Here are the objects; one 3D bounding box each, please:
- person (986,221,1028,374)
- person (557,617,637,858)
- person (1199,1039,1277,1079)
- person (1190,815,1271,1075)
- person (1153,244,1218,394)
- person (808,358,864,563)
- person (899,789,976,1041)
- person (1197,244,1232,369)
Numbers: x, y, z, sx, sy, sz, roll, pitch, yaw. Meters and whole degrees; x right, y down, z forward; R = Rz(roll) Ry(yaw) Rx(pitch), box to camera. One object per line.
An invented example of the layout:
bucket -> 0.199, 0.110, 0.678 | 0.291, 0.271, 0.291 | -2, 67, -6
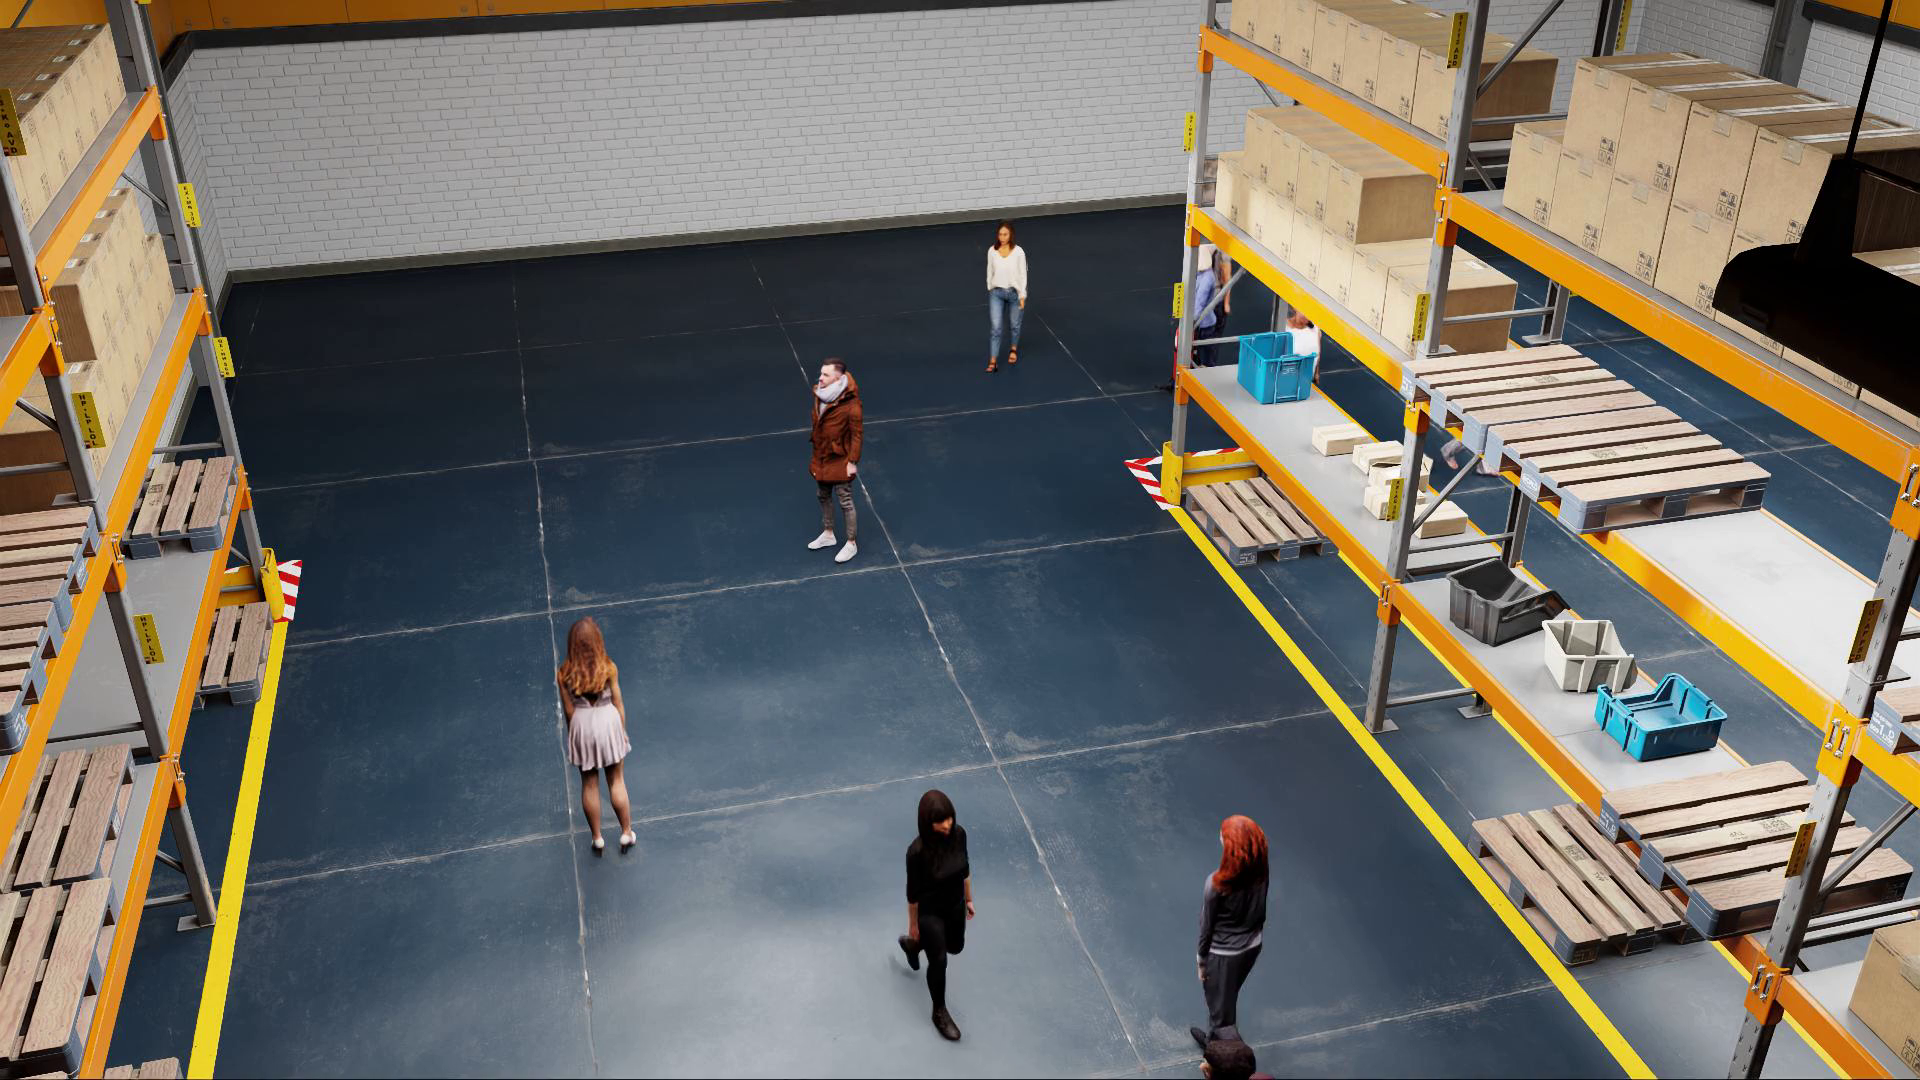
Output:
person -> 0.545, -2.673, 18.086 | 0.947, 1.650, 1.122 | 7, 29, 13
person -> -2.338, 1.282, 10.713 | 0.584, 1.769, 0.600 | -4, 29, -7
person -> 1.179, 2.949, 7.563 | 0.809, 1.858, 0.797 | -19, 34, -31
person -> 1.494, 2.272, 8.911 | 0.746, 1.755, 1.053 | -15, 32, -25
person -> 2.589, -2.242, 17.231 | 0.857, 1.712, 0.933 | 0, 29, -1
person -> -1.074, -0.713, 14.296 | 0.827, 1.839, 0.908 | 24, 36, 36
person -> -0.163, 2.047, 9.457 | 0.796, 1.627, 0.982 | -21, 35, -33
person -> 2.696, -2.598, 17.694 | 0.752, 1.895, 0.581 | -15, 32, -26
